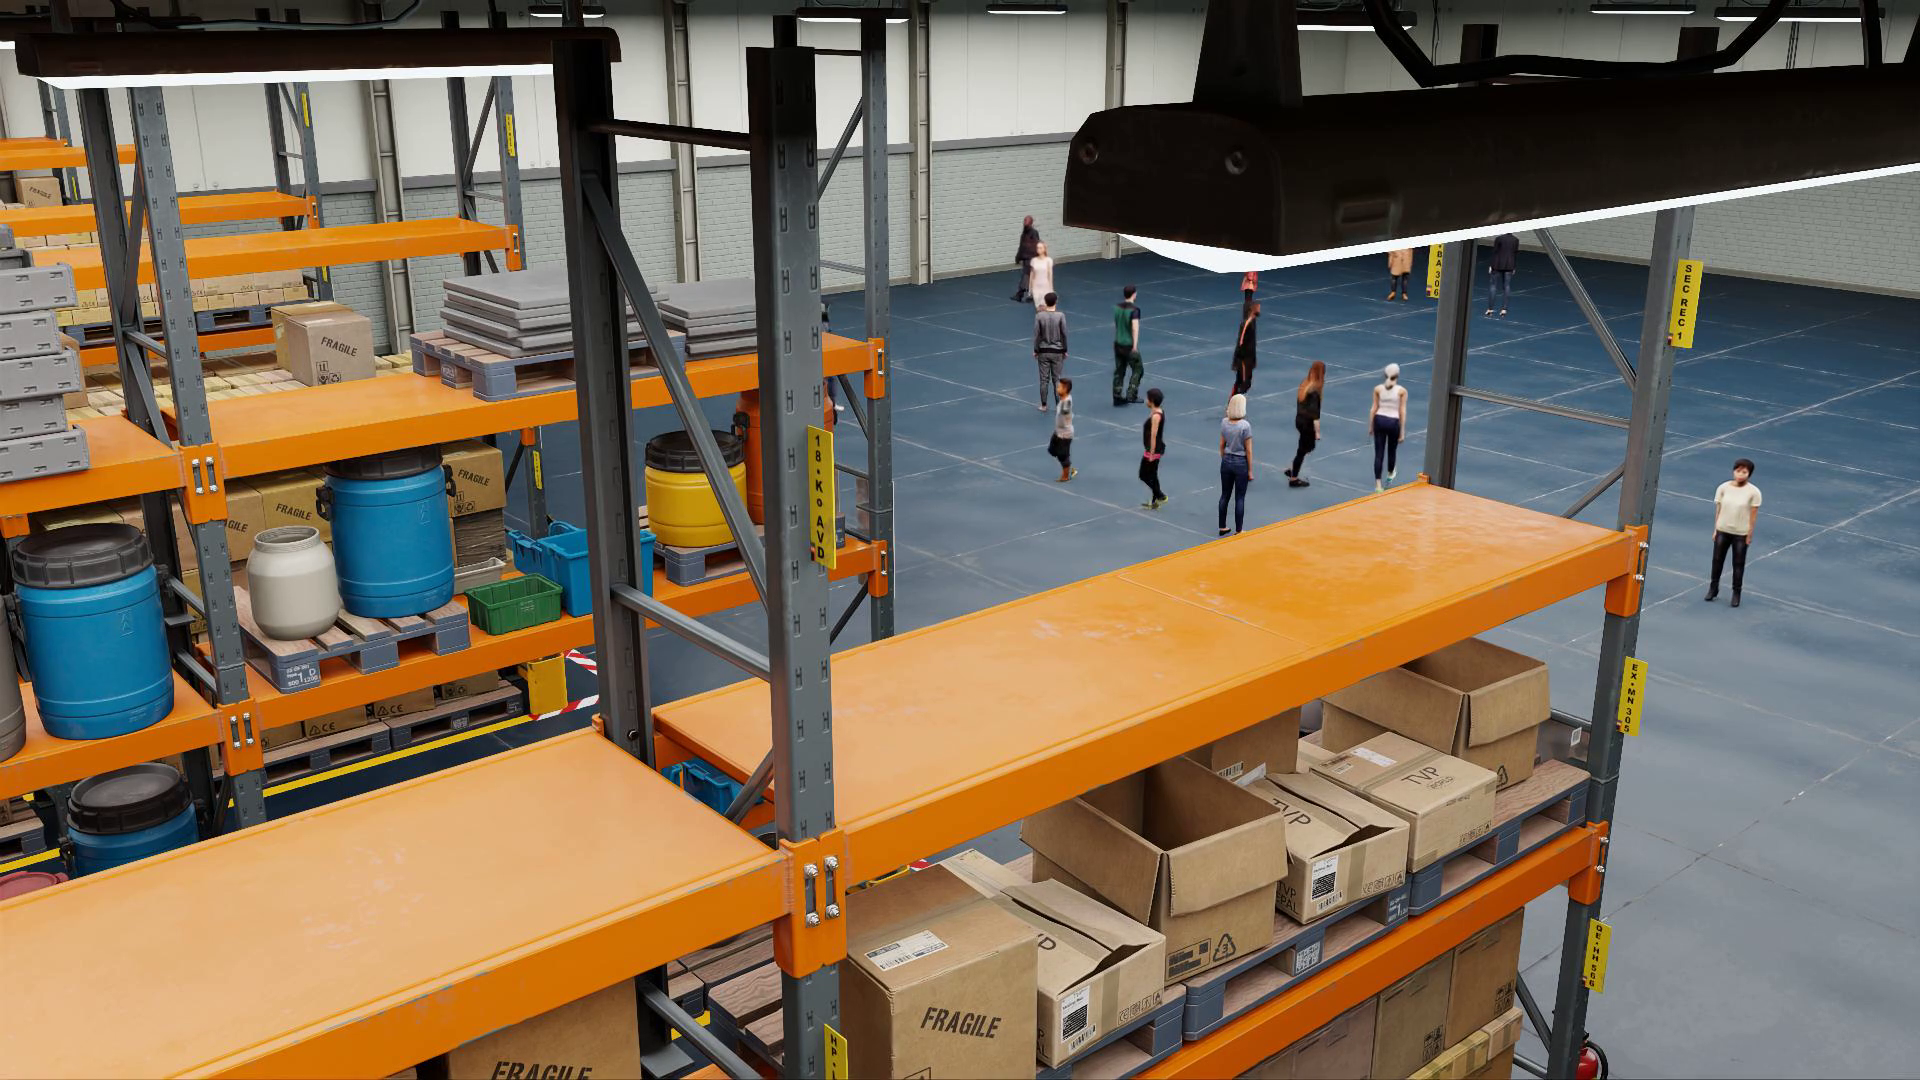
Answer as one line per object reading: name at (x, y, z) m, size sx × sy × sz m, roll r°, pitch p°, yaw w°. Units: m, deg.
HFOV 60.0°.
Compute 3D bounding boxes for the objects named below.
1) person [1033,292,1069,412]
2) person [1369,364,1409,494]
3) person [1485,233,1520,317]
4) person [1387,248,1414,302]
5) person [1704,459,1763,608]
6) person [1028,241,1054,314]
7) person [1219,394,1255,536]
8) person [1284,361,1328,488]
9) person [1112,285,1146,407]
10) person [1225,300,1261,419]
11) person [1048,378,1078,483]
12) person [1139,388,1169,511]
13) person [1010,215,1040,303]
person at (1.398, -2.902, 25.607) m, size 0.736 × 1.843 × 0.811 m, roll 1°, pitch 18°, yaw 2°
person at (5.423, -1.370, 21.211) m, size 0.983 × 1.653 × 1.227 m, roll 7°, pitch 19°, yaw 20°
person at (9.794, -4.944, 30.156) m, size 0.816 × 1.782 × 0.793 m, roll 1°, pitch 18°, yaw 2°
person at (9.287, -5.902, 35.079) m, size 1.019 × 1.684 × 1.080 m, roll 2°, pitch 18°, yaw 7°
person at (8.083, -0.086, 17.387) m, size 0.616 × 1.580 × 0.546 m, roll 16°, pitch 24°, yaw 40°
person at (1.550, -4.685, 31.129) m, size 0.727 × 1.815 × 0.785 m, roll 6°, pitch 19°, yaw 19°
person at (3.240, -0.876, 19.582) m, size 0.612 × 1.722 × 0.540 m, roll 16°, pitch 24°, yaw 40°
person at (4.383, -1.483, 21.505) m, size 0.840 × 1.687 × 0.790 m, roll -2°, pitch 18°, yaw -6°
person at (2.518, -3.018, 25.905) m, size 0.694 × 1.880 × 0.699 m, roll -15°, pitch 23°, yaw -38°
person at (4.230, -2.717, 25.153) m, size 0.862 × 1.775 × 0.783 m, roll 10°, pitch 21°, yaw 28°
person at (1.430, -1.481, 21.877) m, size 0.769 × 1.452 × 0.720 m, roll -1°, pitch 18°, yaw -3°
person at (2.473, -1.108, 20.590) m, size 0.751 × 1.539 × 0.684 m, roll 4°, pitch 18°, yaw 12°
person at (1.536, -5.880, 34.828) m, size 1.138 × 1.797 × 0.829 m, roll -11°, pitch 21°, yaw -30°
